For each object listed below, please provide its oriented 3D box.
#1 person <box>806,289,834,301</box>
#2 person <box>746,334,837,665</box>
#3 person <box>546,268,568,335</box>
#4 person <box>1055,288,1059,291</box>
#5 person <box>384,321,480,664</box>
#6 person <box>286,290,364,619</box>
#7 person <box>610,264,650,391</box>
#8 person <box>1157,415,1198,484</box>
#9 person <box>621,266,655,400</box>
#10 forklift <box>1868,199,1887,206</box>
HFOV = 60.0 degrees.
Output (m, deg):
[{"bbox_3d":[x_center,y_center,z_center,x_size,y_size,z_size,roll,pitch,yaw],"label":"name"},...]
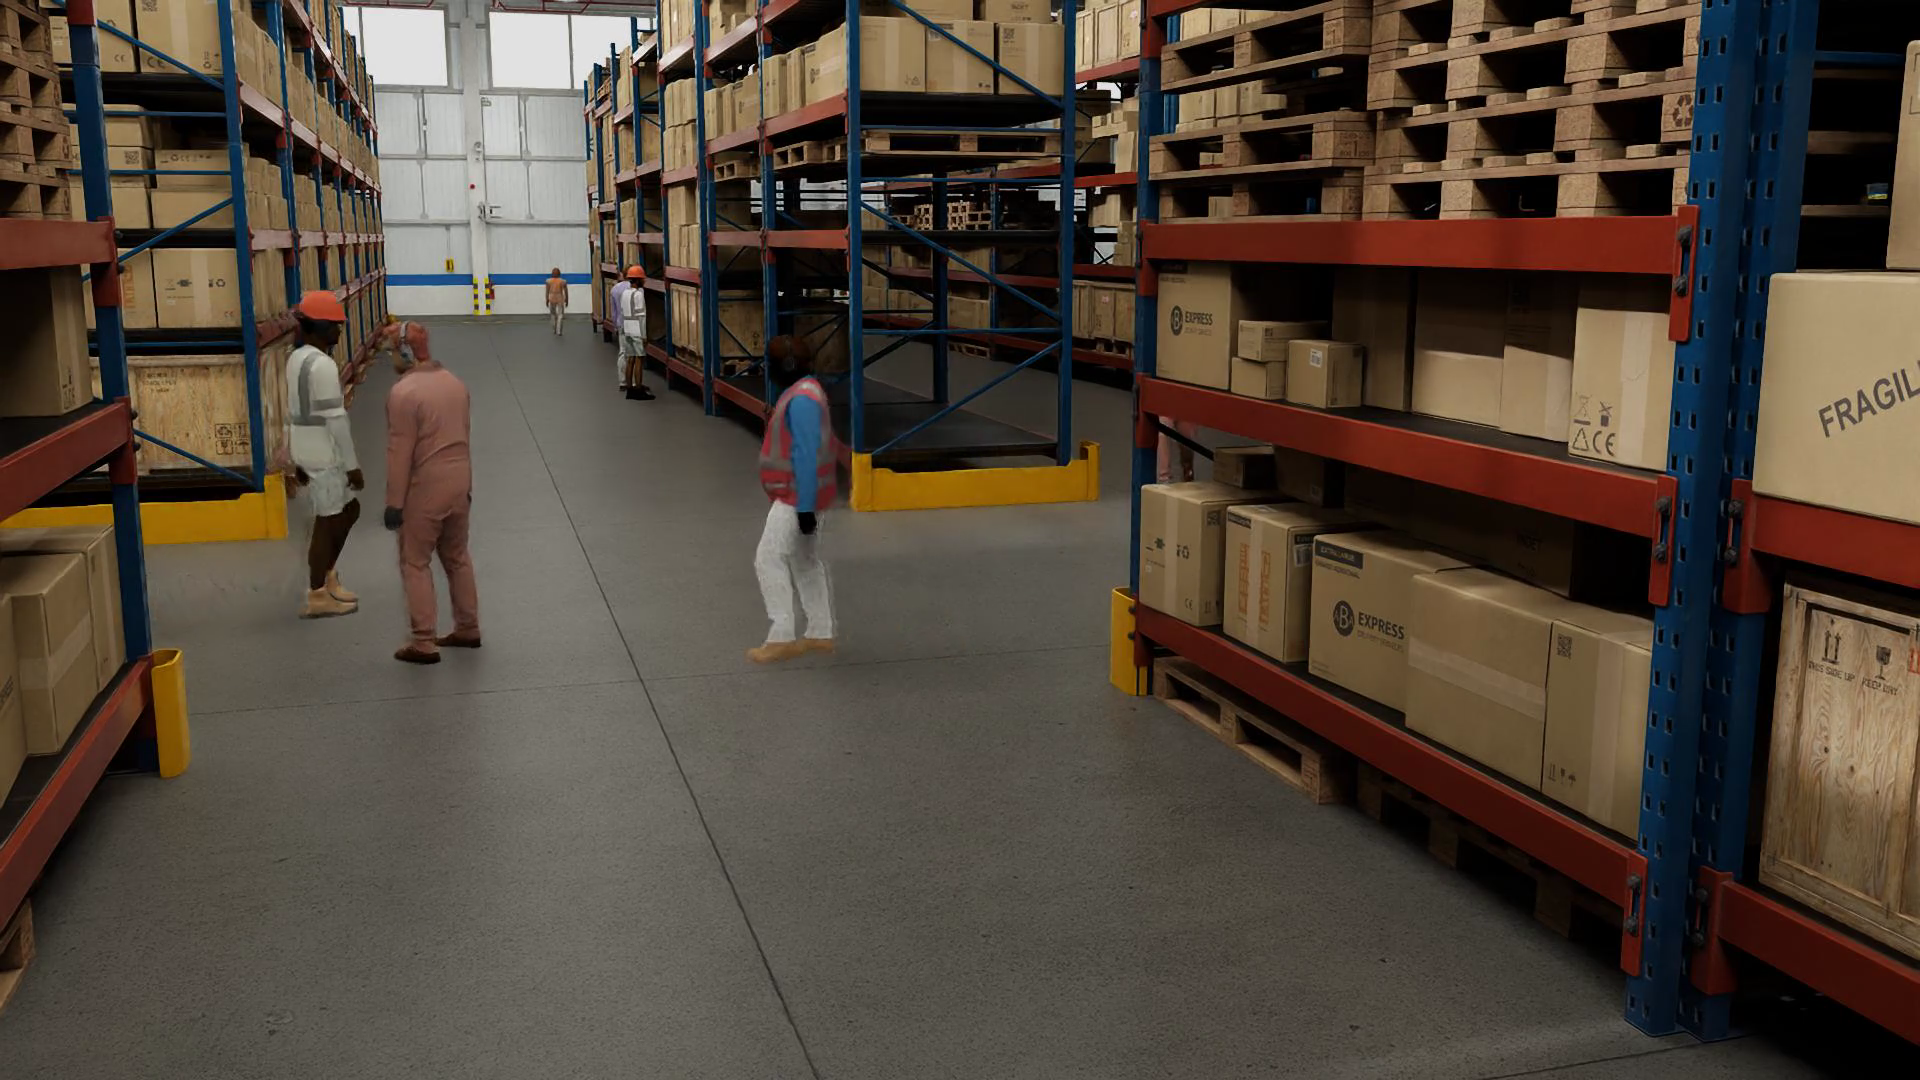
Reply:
[{"bbox_3d":[-3.178,-5.450,37.884,0.643,1.806,0.873,-1,10,-7],"label":"person"},{"bbox_3d":[-0.981,-0.223,9.228,0.623,1.811,0.646,-1,10,-4],"label":"person"},{"bbox_3d":[-9.677,-5.720,39.966,0.517,1.587,0.855,-1,10,-8],"label":"person"},{"bbox_3d":[2.263,-6.158,41.457,0.581,1.932,0.610,8,13,39],"label":"person"},{"bbox_3d":[-2.958,-0.271,9.273,0.401,1.896,0.676,3,11,17],"label":"person"},{"bbox_3d":[-3.879,-0.517,10.272,0.525,2.026,0.610,-7,12,-33],"label":"person"},{"bbox_3d":[-5.017,-3.219,25.297,0.635,1.937,0.354,6,12,30],"label":"person"},{"bbox_3d":[1.949,-1.331,15.131,0.651,1.880,0.675,2,10,9],"label":"person"},{"bbox_3d":[-4.655,-2.984,24.017,0.364,1.934,0.553,-8,13,-39],"label":"person"},{"bbox_3d":[11.338,-2.915,21.052,1.129,2.768,1.873,-3,11,-17],"label":"forklift"}]
